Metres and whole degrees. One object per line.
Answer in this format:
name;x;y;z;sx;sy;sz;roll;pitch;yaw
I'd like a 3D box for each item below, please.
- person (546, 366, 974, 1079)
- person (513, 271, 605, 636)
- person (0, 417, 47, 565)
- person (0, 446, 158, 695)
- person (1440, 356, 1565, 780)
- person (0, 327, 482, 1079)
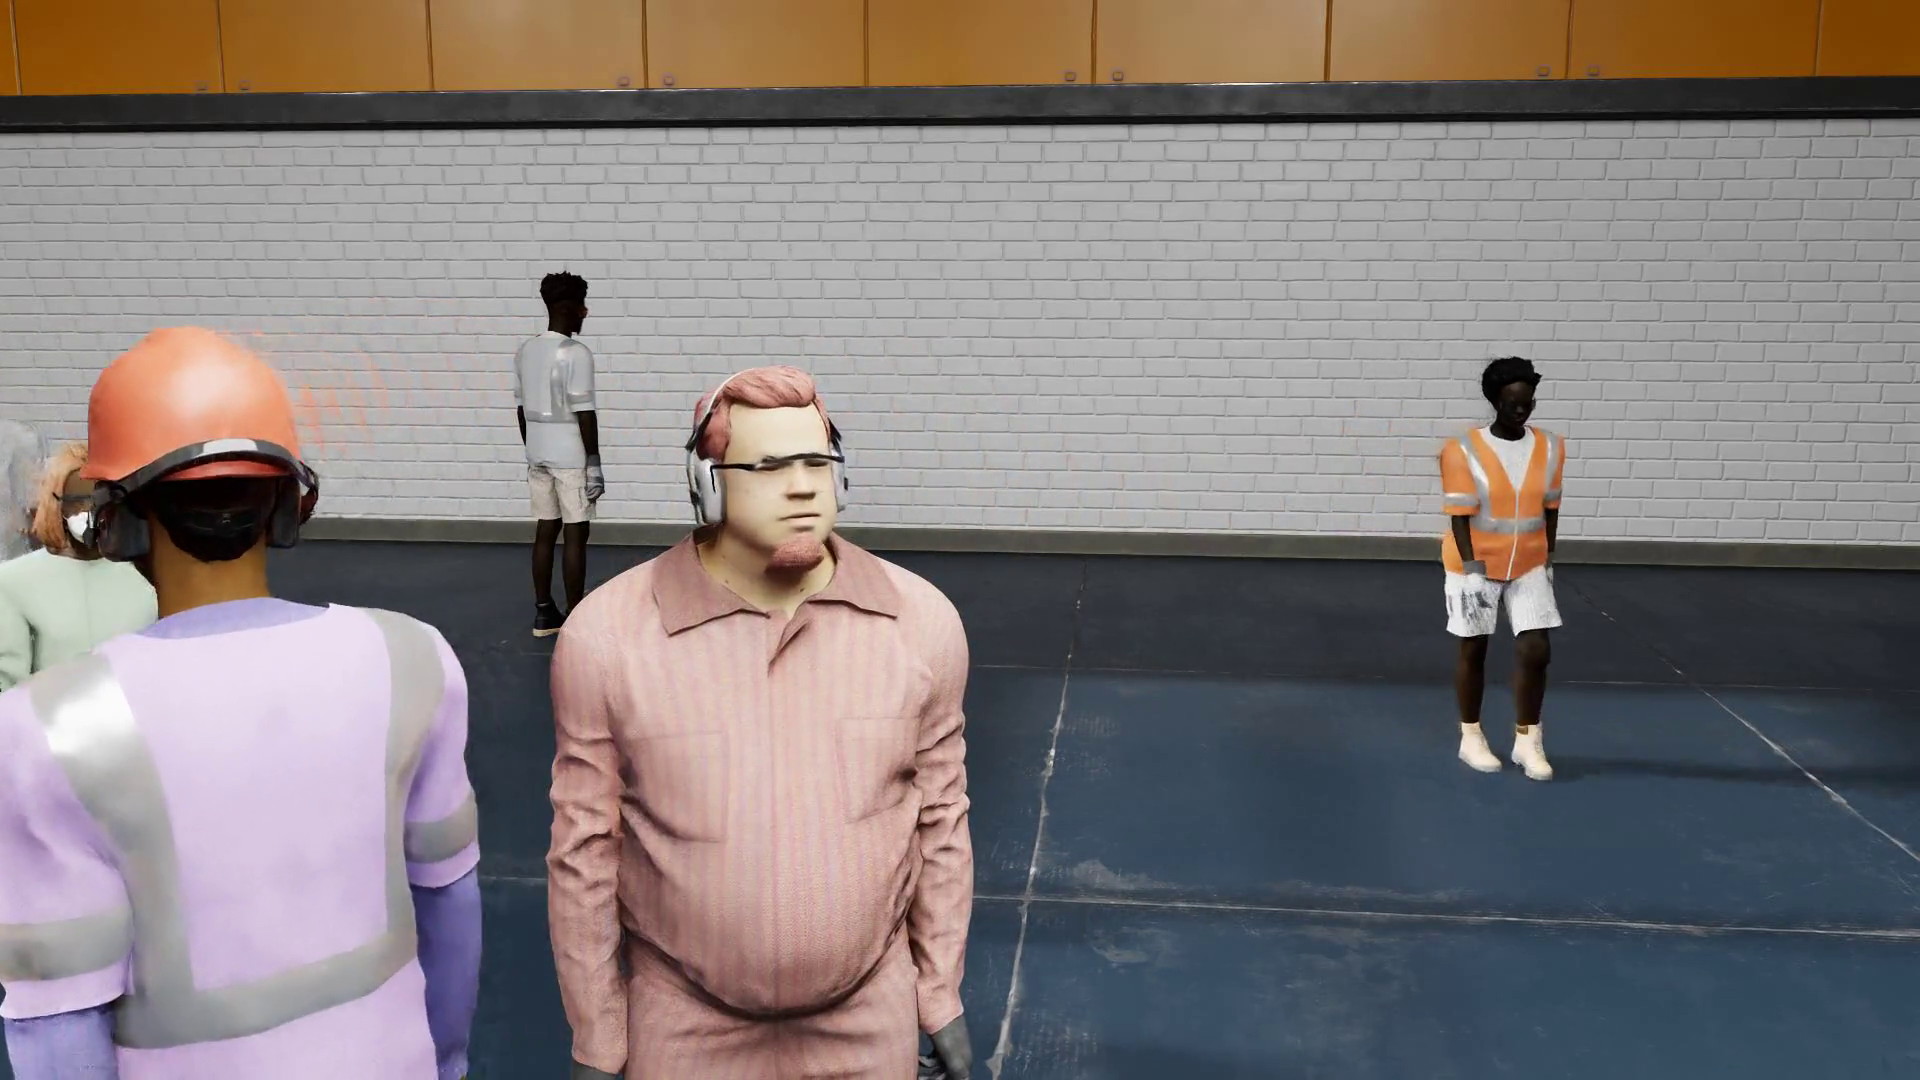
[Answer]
person;-0.277;0.698;2.486;0.641;1.913;0.407;-3;10;-16
person;-2.102;-0.439;8.839;0.614;1.962;0.366;8;13;40
person;-3.114;0.252;5.223;0.568;1.843;0.661;-2;10;-9
person;-2.218;0.538;4.316;0.515;1.591;0.846;-4;11;-22
person;2.117;0.120;6.489;0.521;1.668;0.532;-1;10;-5
person;-0.860;0.732;2.113;1.082;1.989;0.631;10;14;44
